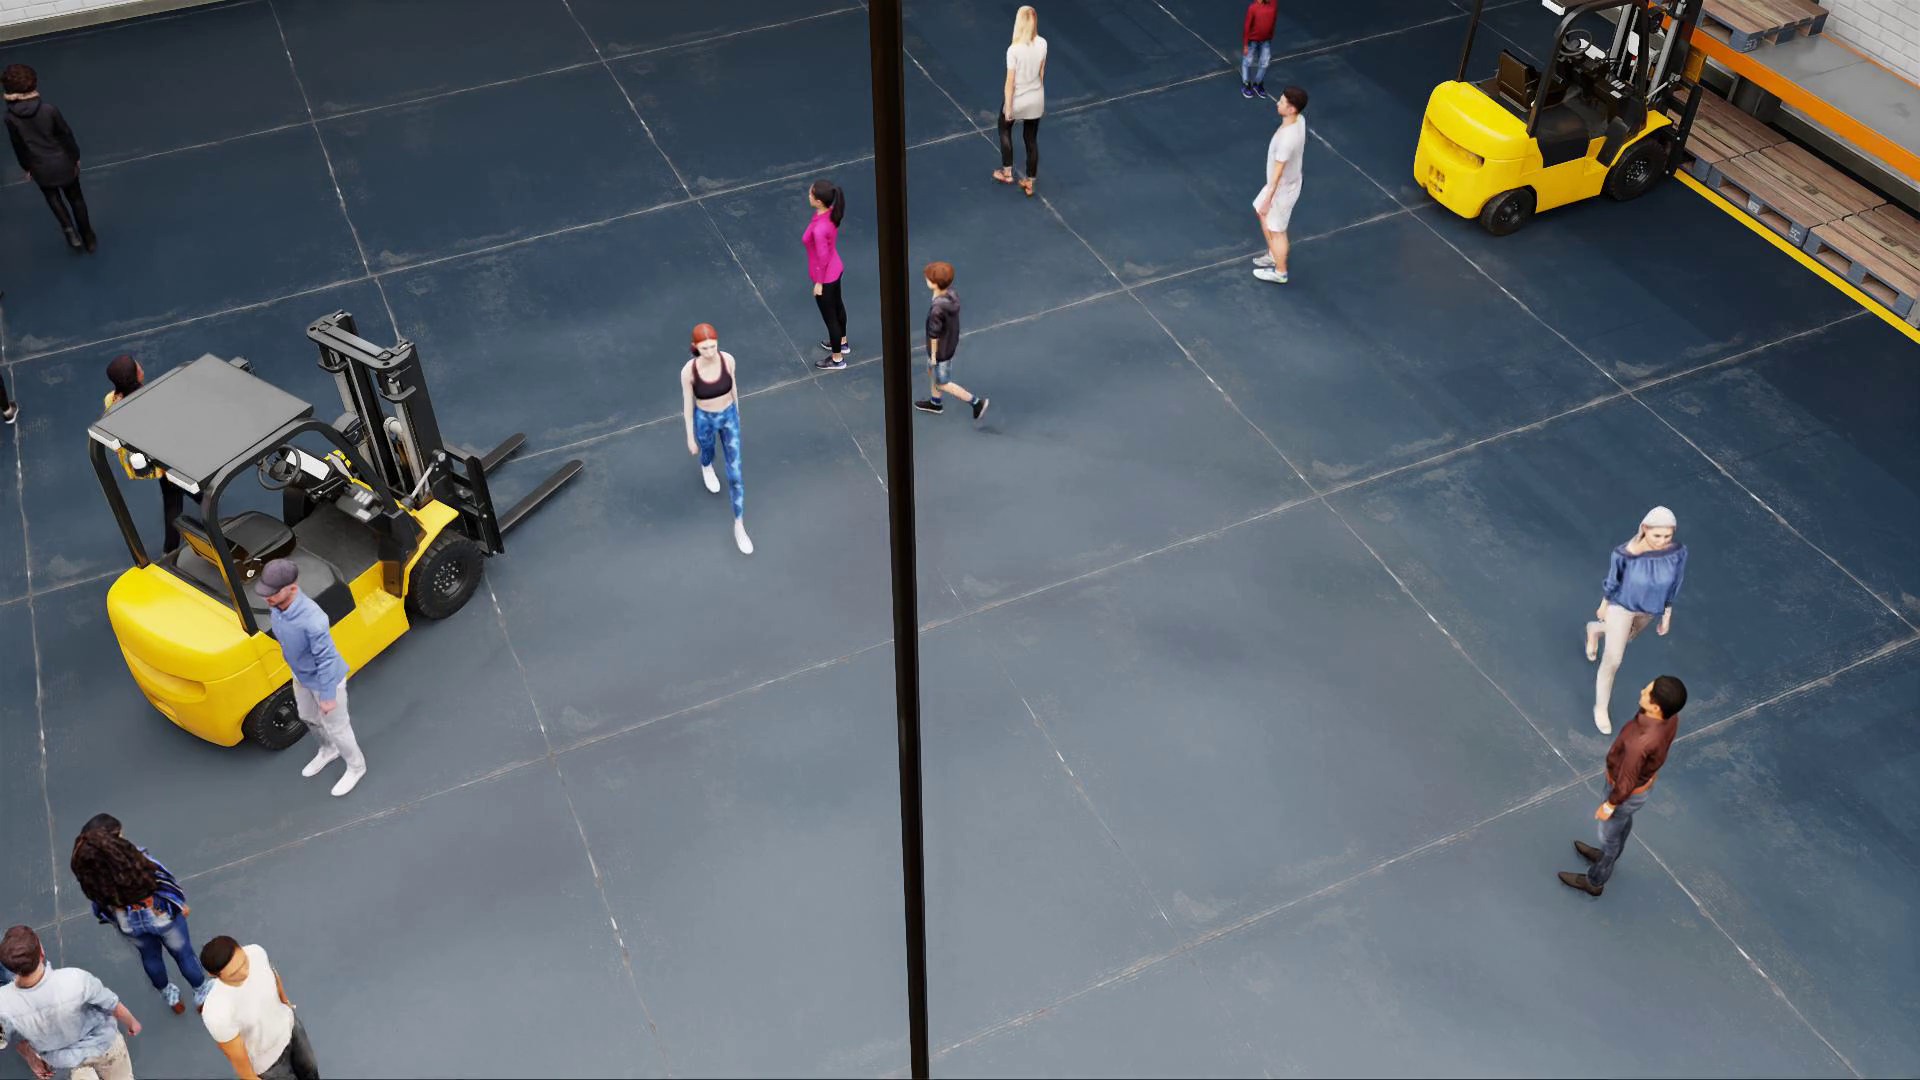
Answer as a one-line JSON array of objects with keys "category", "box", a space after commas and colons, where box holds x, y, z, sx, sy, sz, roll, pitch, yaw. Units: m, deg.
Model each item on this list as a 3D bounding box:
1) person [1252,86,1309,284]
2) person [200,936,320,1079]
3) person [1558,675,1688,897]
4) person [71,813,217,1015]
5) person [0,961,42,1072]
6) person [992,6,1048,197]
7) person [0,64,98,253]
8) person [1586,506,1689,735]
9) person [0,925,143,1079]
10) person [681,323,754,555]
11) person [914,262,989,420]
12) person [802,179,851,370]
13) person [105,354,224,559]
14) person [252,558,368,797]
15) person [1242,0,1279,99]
[{"category": "person", "box": [2.827, -2.976, 14.093, 0.893, 1.840, 0.833, 15, 46, 15]}, {"category": "person", "box": [-3.570, 2.522, 8.367, 0.957, 1.788, 0.919, 2, 44, 2]}, {"category": "person", "box": [3.839, 1.410, 9.532, 0.682, 1.781, 0.712, 29, 51, 27]}, {"category": "person", "box": [-4.398, 2.034, 8.994, 0.673, 1.620, 0.654, -7, 44, -8]}, {"category": "person", "box": [-5.229, 2.308, 8.818, 0.653, 1.467, 0.726, -29, 51, -27]}, {"category": "person", "box": [0.638, -3.942, 15.126, 0.627, 1.815, 0.696, -20, 47, -20]}, {"category": "person", "box": [-7.878, -3.239, 14.428, 0.633, 1.759, 0.577, -17, 46, -17]}, {"category": "person", "box": [4.296, 0.384, 10.698, 0.893, 1.669, 1.179, -3, 44, -3]}, {"category": "person", "box": [-4.371, 2.582, 8.262, 0.703, 1.837, 0.672, -11, 45, -12]}, {"category": "person", "box": [-1.779, -0.838, 11.929, 0.589, 1.741, 1.217, -16, 46, -17]}, {"category": "person", "box": [-0.082, -1.499, 12.843, 0.901, 1.426, 0.875, 11, 45, 12]}, {"category": "person", "box": [-1.055, -2.132, 13.317, 0.752, 1.699, 0.669, 6, 44, 7]}, {"category": "person", "box": [-5.644, -0.521, 11.688, 1.101, 1.602, 1.191, 11, 45, 11]}, {"category": "person", "box": [-3.895, 0.772, 10.129, 0.756, 1.881, 0.867, 29, 51, 27]}, {"category": "person", "box": [2.971, -5.078, 16.731, 0.546, 1.245, 0.549, -10, 44, -10]}]
